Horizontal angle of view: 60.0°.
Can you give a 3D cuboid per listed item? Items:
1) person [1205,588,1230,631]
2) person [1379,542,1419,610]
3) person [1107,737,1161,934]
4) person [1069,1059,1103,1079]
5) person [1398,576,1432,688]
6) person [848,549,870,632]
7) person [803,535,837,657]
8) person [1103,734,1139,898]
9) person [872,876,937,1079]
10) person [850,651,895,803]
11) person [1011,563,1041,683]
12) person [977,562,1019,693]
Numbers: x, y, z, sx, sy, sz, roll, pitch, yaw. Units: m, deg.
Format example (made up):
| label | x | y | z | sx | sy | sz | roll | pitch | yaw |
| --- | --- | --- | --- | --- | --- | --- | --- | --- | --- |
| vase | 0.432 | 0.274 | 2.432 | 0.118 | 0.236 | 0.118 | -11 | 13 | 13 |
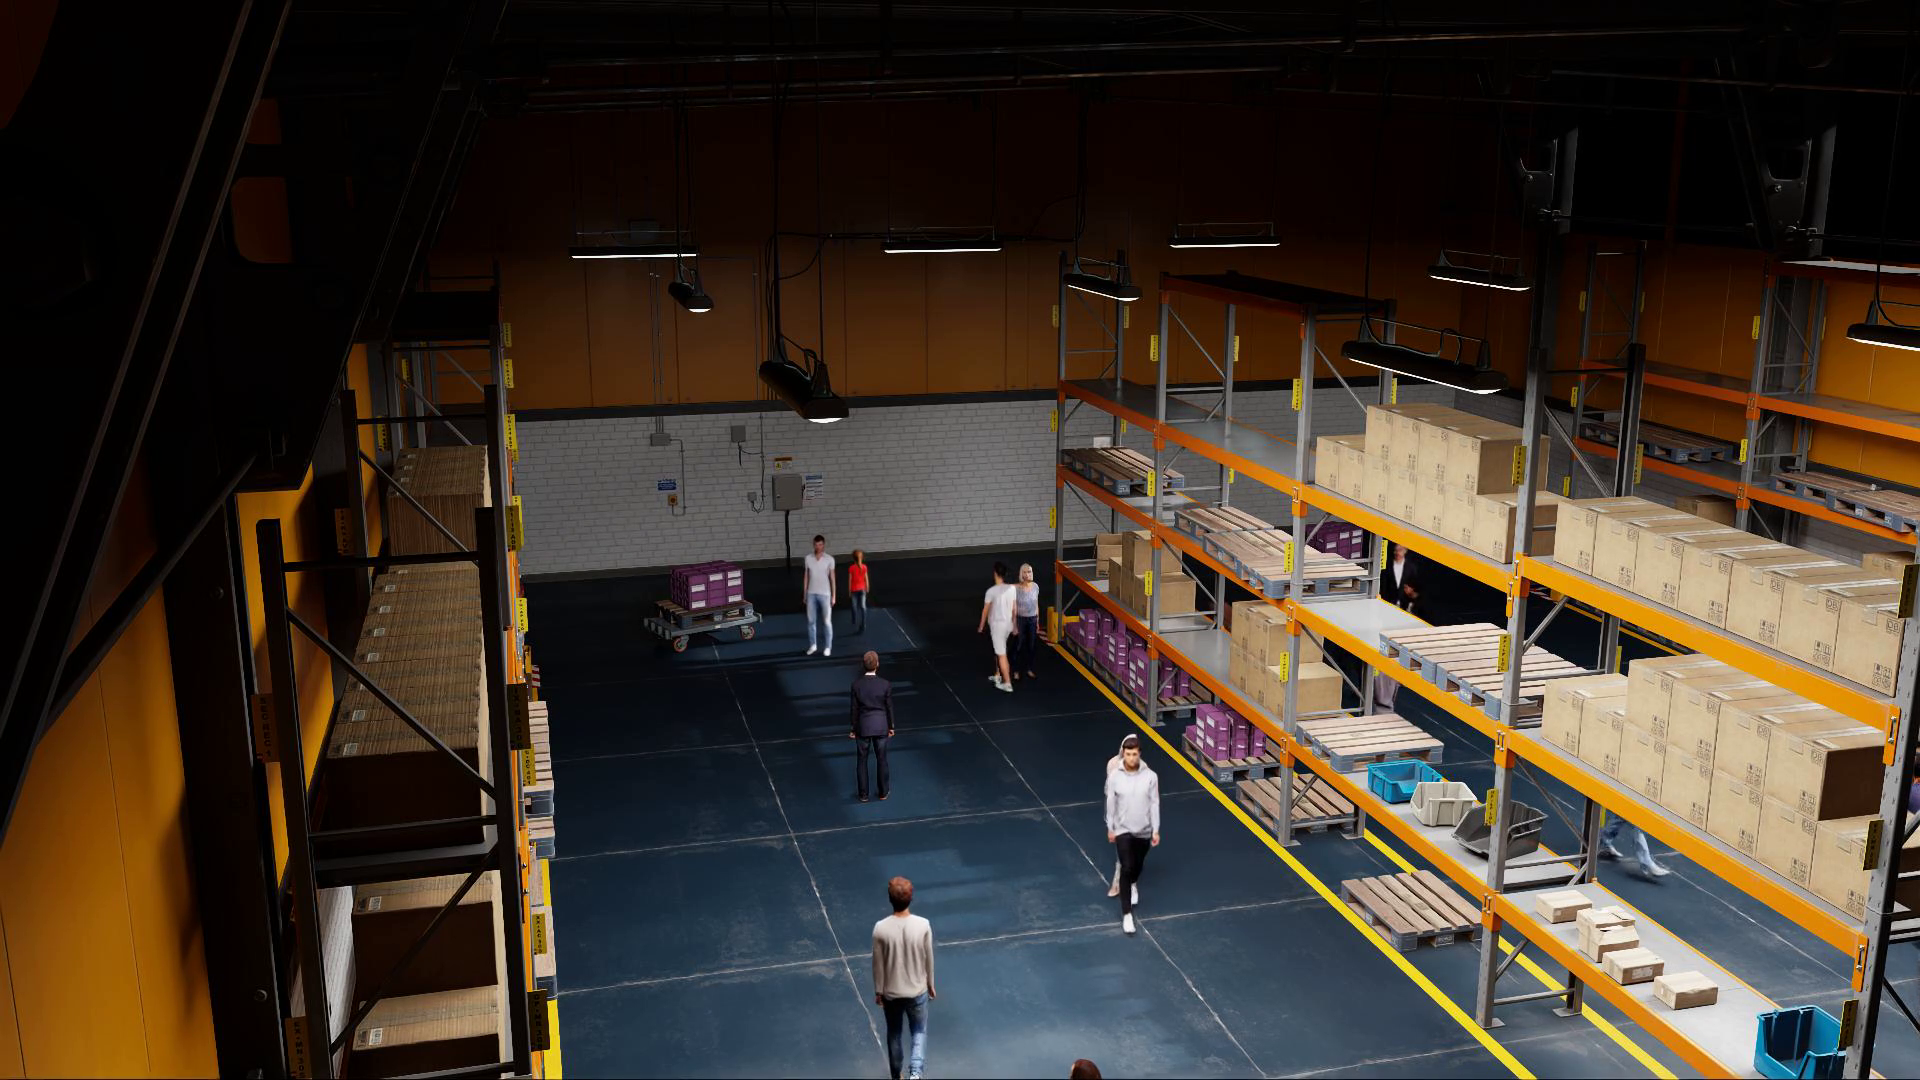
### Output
| label | x | y | z | sx | sy | sz | roll | pitch | yaw |
| --- | --- | --- | --- | --- | --- | --- | --- | --- | --- |
| person | 3.784 | 1.301 | 24.410 | 0.557 | 1.240 | 0.809 | -2 | 14 | -10 |
| person | 6.493 | 0.897 | 24.598 | 0.950 | 1.936 | 1.021 | 5 | 15 | 21 |
| person | 1.723 | 2.857 | 16.608 | 0.831 | 1.888 | 1.271 | -1 | 14 | -4 |
| person | 0.858 | 4.287 | 11.560 | 0.705 | 1.483 | 0.604 | 4 | 14 | 17 |
| person | 6.428 | 1.335 | 23.389 | 0.716 | 1.655 | 0.960 | 11 | 17 | 38 |
| person | -1.592 | 0.814 | 26.312 | 0.495 | 1.291 | 0.876 | -3 | 14 | -13 |
| person | -2.124 | 0.820 | 25.095 | 0.742 | 1.853 | 0.718 | 3 | 14 | 11 |
| person | 1.735 | 2.793 | 17.306 | 1.044 | 1.684 | 1.129 | 8 | 16 | 29 |
| person | -0.443 | 3.649 | 13.335 | 0.808 | 1.888 | 1.041 | 0 | 14 | -2 |
| person | -1.041 | 2.179 | 19.560 | 0.708 | 1.815 | 0.631 | -2 | 14 | -6 |
| person | 0.936 | 1.170 | 23.924 | 0.591 | 1.723 | 0.515 | -5 | 14 | -18 |
| person | 0.634 | 1.255 | 23.355 | 0.877 | 1.826 | 0.965 | -12 | 18 | -41 |
